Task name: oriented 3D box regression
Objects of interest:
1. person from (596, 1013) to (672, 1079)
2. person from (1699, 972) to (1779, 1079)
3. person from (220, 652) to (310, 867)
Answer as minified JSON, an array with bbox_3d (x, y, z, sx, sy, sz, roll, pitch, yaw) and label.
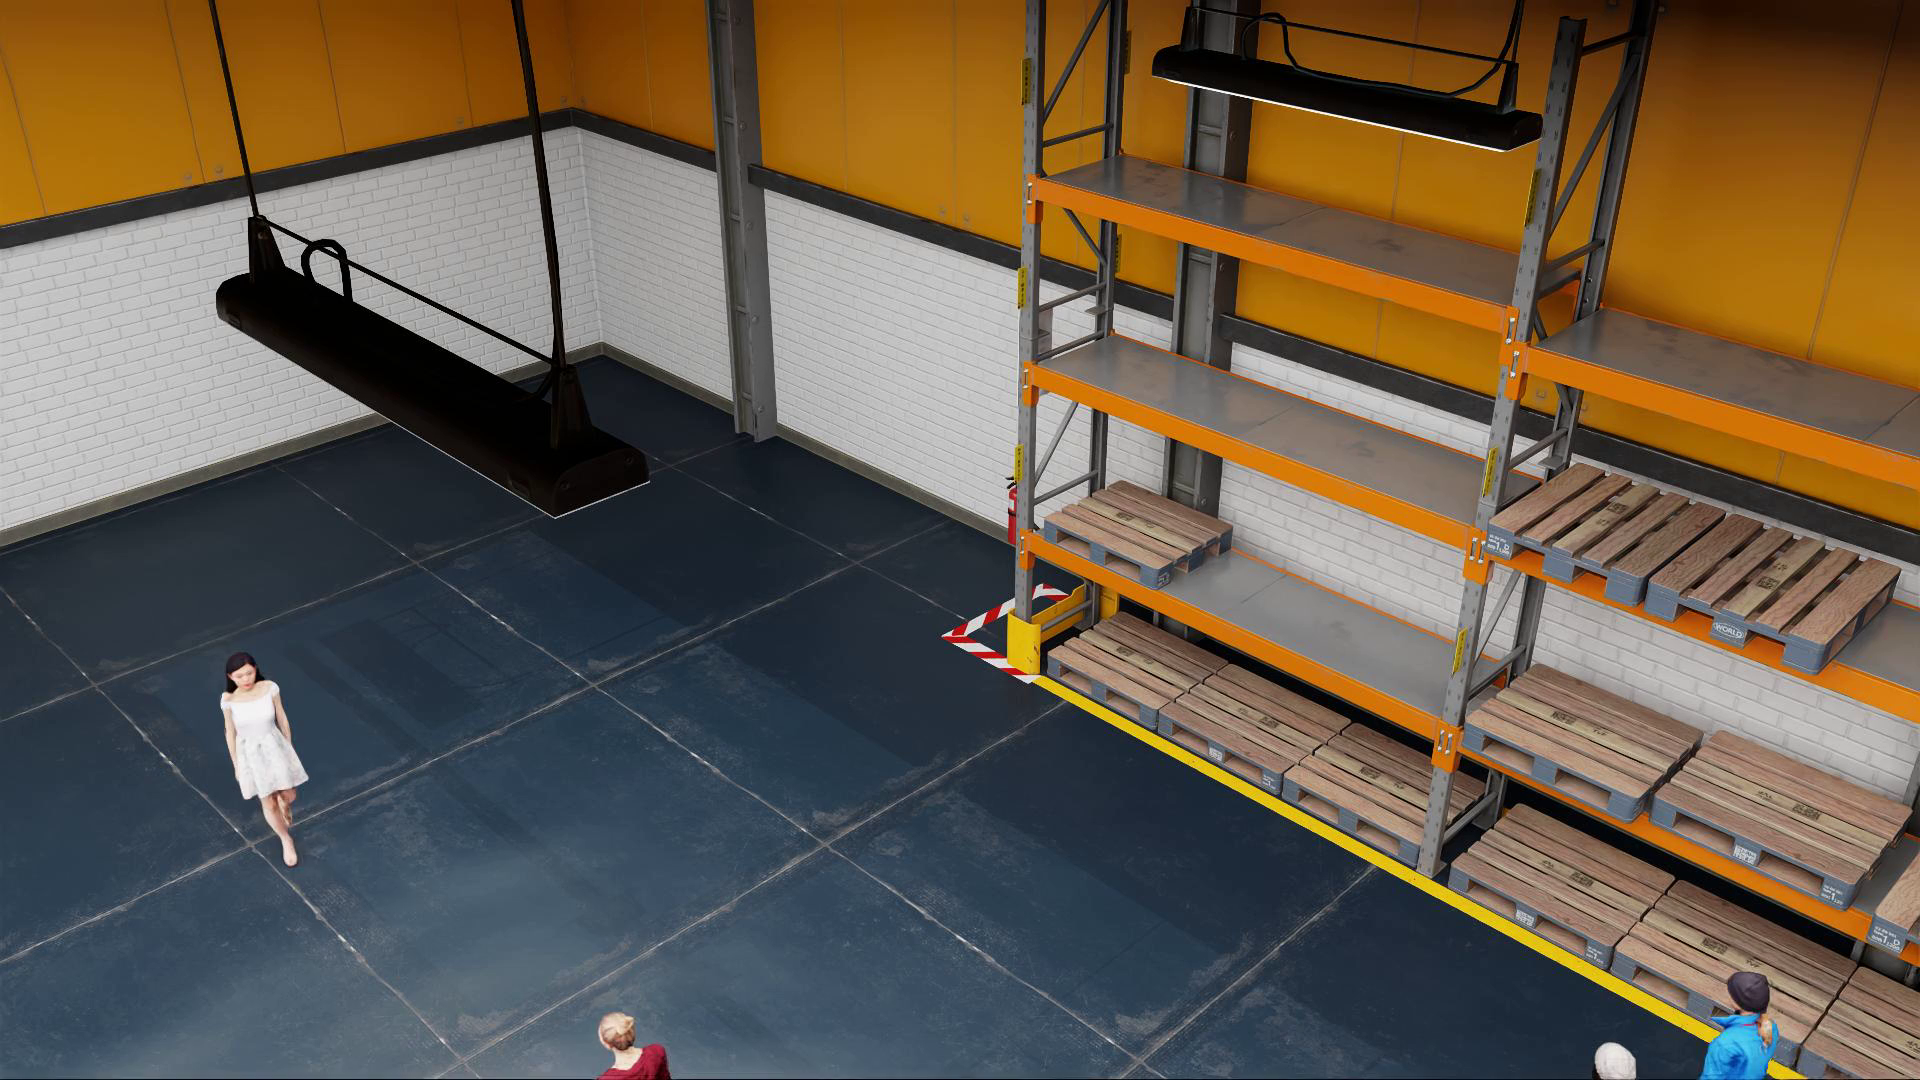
[{"bbox_3d":[-1.661,3.176,8.805,0.653,1.693,0.614,-22,36,-35],"label":"person"},{"bbox_3d":[4.133,3.100,8.848,0.763,1.785,0.779,-10,30,-18],"label":"person"},{"bbox_3d":[-4.948,1.520,11.776,0.753,1.754,0.902,-15,32,-25],"label":"person"}]
